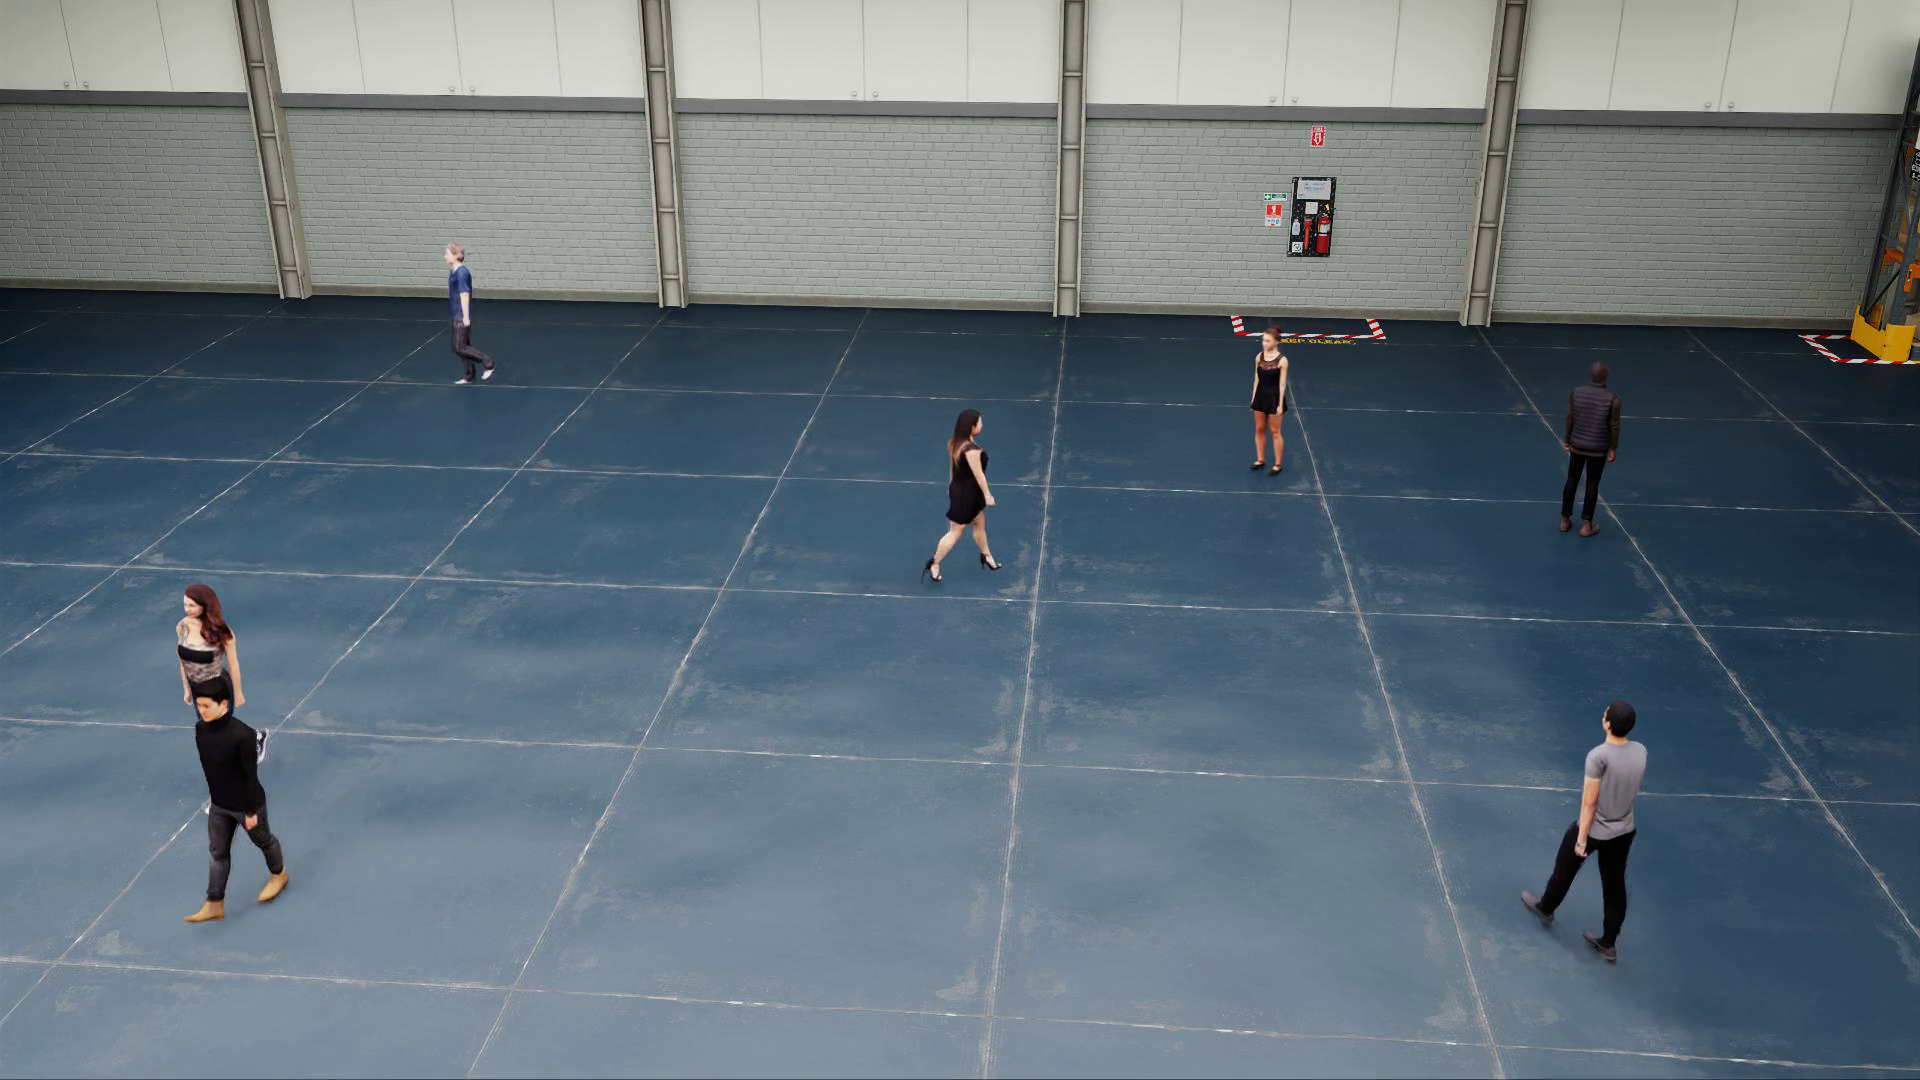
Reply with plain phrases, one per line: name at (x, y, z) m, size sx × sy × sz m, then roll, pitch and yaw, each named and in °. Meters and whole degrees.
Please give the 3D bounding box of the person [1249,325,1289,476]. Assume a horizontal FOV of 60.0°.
person at (3.461, -1.567, 18.539) m, size 0.685 × 1.673 × 0.755 m, roll 21°, pitch 31°, yaw 40°

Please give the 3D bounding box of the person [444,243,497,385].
person at (-6.326, -2.899, 21.434) m, size 0.921 × 1.859 × 0.848 m, roll -10°, pitch 25°, yaw -22°

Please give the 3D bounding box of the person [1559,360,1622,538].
person at (6.373, -0.941, 16.859) m, size 0.731 × 1.835 × 0.837 m, roll 18°, pitch 29°, yaw 37°

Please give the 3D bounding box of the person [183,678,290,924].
person at (-4.707, 1.652, 10.943) m, size 1.042 × 1.695 × 0.925 m, roll 9°, pitch 25°, yaw 20°

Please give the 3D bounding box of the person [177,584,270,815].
person at (-5.414, 1.093, 12.181) m, size 0.999 × 1.754 × 0.809 m, roll 6°, pitch 24°, yaw 14°

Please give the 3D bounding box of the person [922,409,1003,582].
person at (-0.024, -0.372, 15.728) m, size 1.168 × 1.675 × 0.937 m, roll -8°, pitch 24°, yaw -18°

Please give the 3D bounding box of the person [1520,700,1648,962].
person at (4.085, 1.855, 10.421) m, size 1.018 × 1.729 × 0.963 m, roll -8°, pitch 24°, yaw -18°
